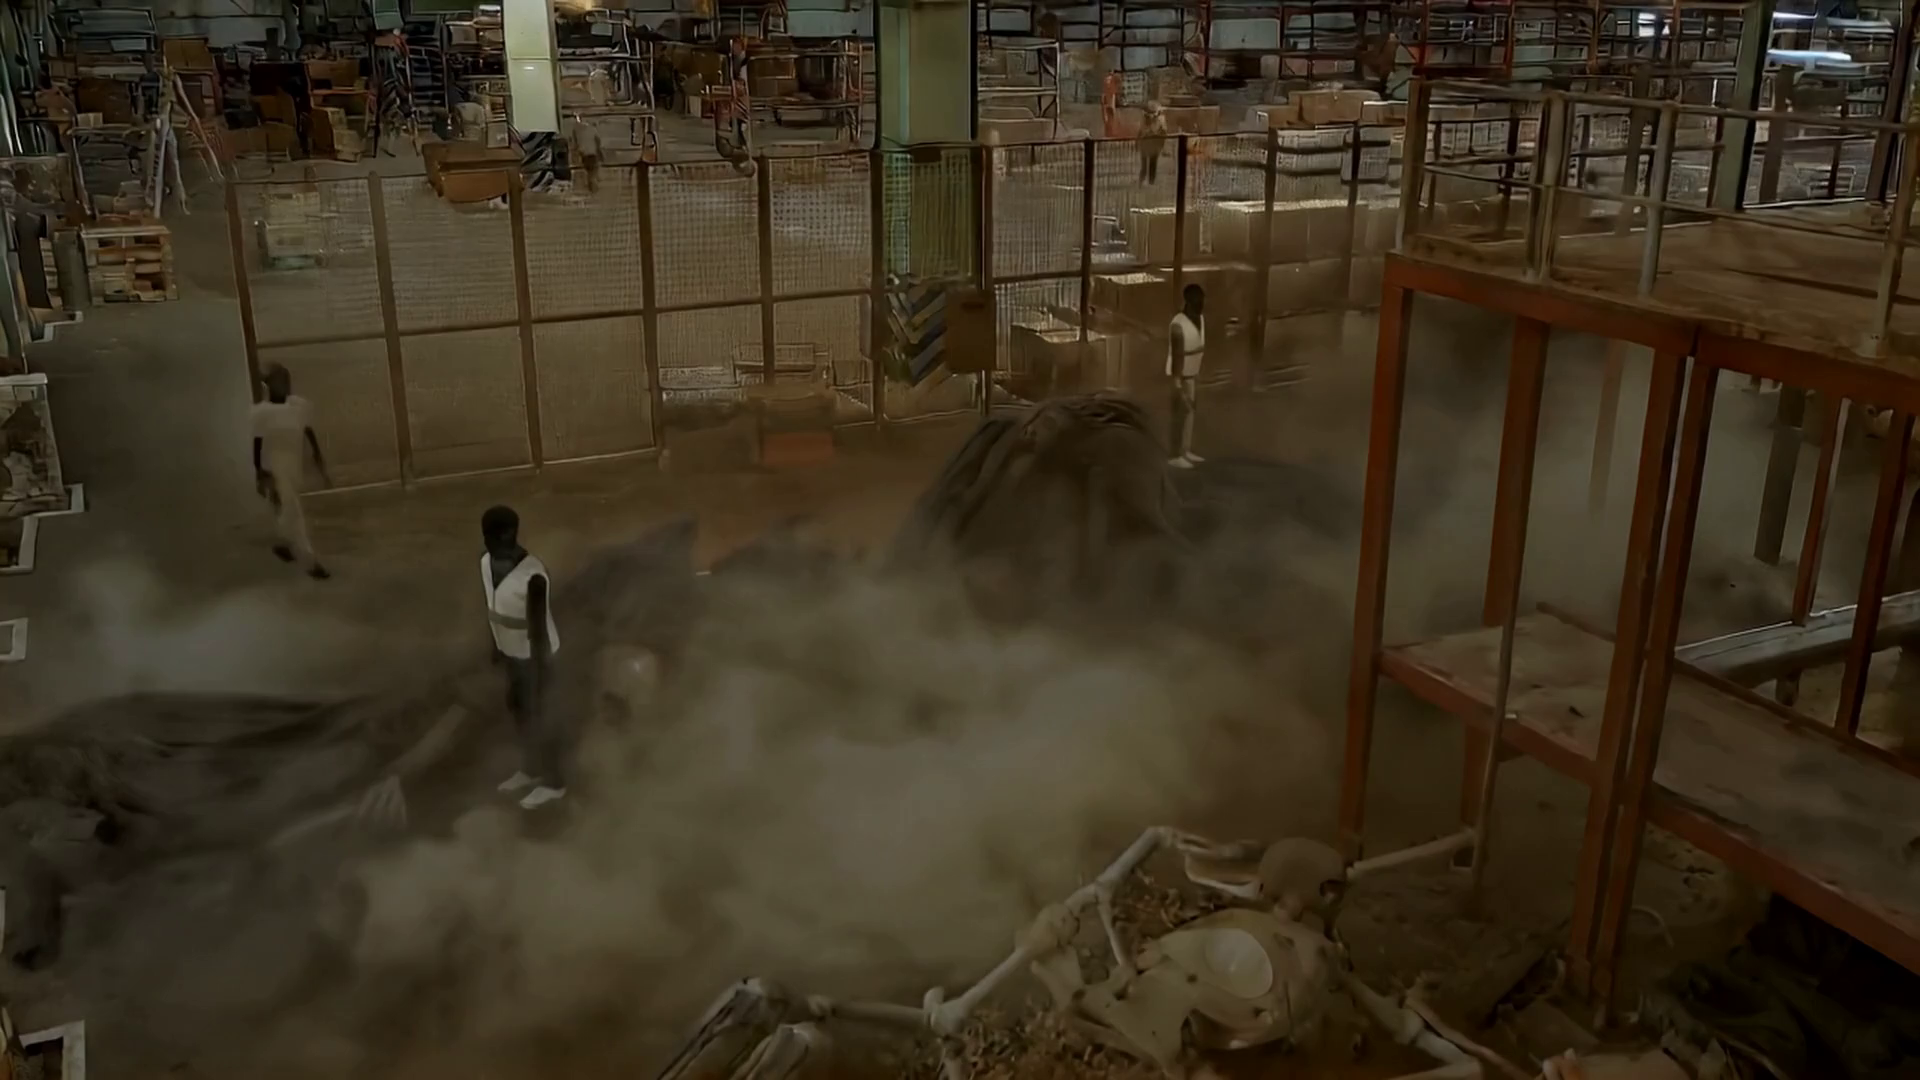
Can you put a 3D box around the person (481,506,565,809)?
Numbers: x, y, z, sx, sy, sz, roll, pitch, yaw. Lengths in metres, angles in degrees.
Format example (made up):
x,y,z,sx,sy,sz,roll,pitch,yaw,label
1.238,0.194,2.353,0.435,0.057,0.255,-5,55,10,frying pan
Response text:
x,y,z,sx,sy,sz,roll,pitch,yaw,label
-2.665,0.694,10.134,0.584,1.911,0.392,17,25,41,person

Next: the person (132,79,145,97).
x,y,z,sx,sy,sz,roll,pitch,yaw,label
-25.363,-13.406,51.419,0.522,1.631,0.325,6,20,18,person

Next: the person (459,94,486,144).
x,y,z,sx,sy,sz,roll,pitch,yaw,label
-12.624,-10.637,43.112,0.651,1.816,0.686,0,19,1,person

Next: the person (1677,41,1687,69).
x,y,z,sx,sy,sz,roll,pitch,yaw,label
33.004,-22.030,76.171,0.882,1.798,0.599,-9,21,-25,person

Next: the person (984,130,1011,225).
x,y,z,sx,sy,sz,roll,pitch,yaw,label
0.652,-7.294,33.395,0.587,1.846,0.971,-13,23,-33,person

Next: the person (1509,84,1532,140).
x,y,z,sx,sy,sz,roll,pitch,yaw,label
15.605,-11.848,46.411,0.623,1.953,0.635,3,19,8,person

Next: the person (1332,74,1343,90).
x,y,z,sx,sy,sz,roll,pitch,yaw,label
12.220,-14.278,53.949,0.315,1.629,0.508,-7,20,-19,person

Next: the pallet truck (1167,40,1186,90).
x,y,z,sx,sy,sz,roll,pitch,yaw,label
9.045,-19.971,69.895,0.823,1.965,1.885,-3,19,-8,pallet truck

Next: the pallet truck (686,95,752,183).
x,y,z,sx,sy,sz,roll,pitch,yaw,label
-5.836,-9.608,39.856,0.823,1.965,1.885,10,22,27,pallet truck

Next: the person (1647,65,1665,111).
x,y,z,sx,sy,sz,roll,pitch,yaw,label
24.261,-15.705,58.015,0.556,1.658,0.808,13,23,33,person

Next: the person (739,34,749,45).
x,y,z,sx,sy,sz,roll,pitch,yaw,label
-10.251,-23.097,79.137,0.721,1.878,0.879,14,24,35,person

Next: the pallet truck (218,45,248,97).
x,y,z,sx,sy,sz,roll,pitch,yaw,label
-28.879,-18.665,66.111,0.823,1.965,1.885,-3,19,-9,pallet truck

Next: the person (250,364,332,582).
x,y,z,sx,sy,sz,roll,pitch,yaw,label
-5.672,-0.607,14.037,0.953,1.832,0.516,12,22,32,person

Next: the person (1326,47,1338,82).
x,y,z,sx,sy,sz,roll,pitch,yaw,label
15.866,-20.156,70.901,0.499,1.680,0.541,-9,21,-25,person

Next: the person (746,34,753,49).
x,y,z,sx,sy,sz,roll,pitch,yaw,label
-10.001,-23.088,79.103,0.428,1.885,0.631,-6,20,-16,person

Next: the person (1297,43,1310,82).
x,y,z,sx,sy,sz,roll,pitch,yaw,label
14.292,-19.686,69.178,0.507,1.923,0.649,-17,26,-41,person

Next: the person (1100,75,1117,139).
x,y,z,sx,sy,sz,roll,pitch,yaw,label
4.440,-12.944,49.742,0.527,1.857,0.319,14,23,34,person

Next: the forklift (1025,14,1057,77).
x,y,z,sx,sy,sz,roll,pitch,yaw,label
4.096,-23.021,77.404,1.873,2.768,1.129,-9,21,-25,forklift

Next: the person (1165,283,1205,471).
x,y,z,sx,sy,sz,roll,pitch,yaw,label
2.296,-1.682,17.004,0.373,1.914,0.596,11,22,29,person

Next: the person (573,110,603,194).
x,y,z,sx,sy,sz,roll,pitch,yaw,label
-8.424,-8.821,37.794,0.649,1.863,0.960,-13,23,-32,person

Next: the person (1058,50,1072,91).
x,y,z,sx,sy,sz,roll,pitch,yaw,label
4.502,-19.359,68.627,0.825,1.670,0.541,9,21,25,person

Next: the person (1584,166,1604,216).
x,y,z,sx,sy,sz,roll,pitch,yaw,label
10.170,-5.170,27.199,0.731,1.858,0.584,2,19,5,person

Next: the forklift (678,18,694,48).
x,y,z,sx,sy,sz,roll,pitch,yaw,label
-11.816,-21.177,72.058,1.873,2.768,1.129,-9,21,-25,forklift

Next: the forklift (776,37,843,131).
x,y,z,sx,sy,sz,roll,pitch,yaw,label
-4.792,-14.407,52.434,1.873,2.768,1.129,-14,23,-35,forklift

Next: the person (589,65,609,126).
x,y,z,sx,sy,sz,roll,pitch,yaw,label
-11.677,-14.418,53.925,0.634,1.924,0.437,-2,19,-5,person

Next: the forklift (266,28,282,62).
x,y,z,sx,sy,sz,roll,pitch,yaw,label
-24.567,-16.973,59.873,1.873,2.768,1.129,-9,21,-25,forklift

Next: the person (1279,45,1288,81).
x,y,z,sx,sy,sz,roll,pitch,yaw,label
12.921,-18.844,66.717,0.360,1.939,0.543,-8,21,-23,person

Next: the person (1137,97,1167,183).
x,y,z,sx,sy,sz,roll,pitch,yaw,label
4.542,-9.497,39.468,0.695,2.000,0.546,0,19,0,person
